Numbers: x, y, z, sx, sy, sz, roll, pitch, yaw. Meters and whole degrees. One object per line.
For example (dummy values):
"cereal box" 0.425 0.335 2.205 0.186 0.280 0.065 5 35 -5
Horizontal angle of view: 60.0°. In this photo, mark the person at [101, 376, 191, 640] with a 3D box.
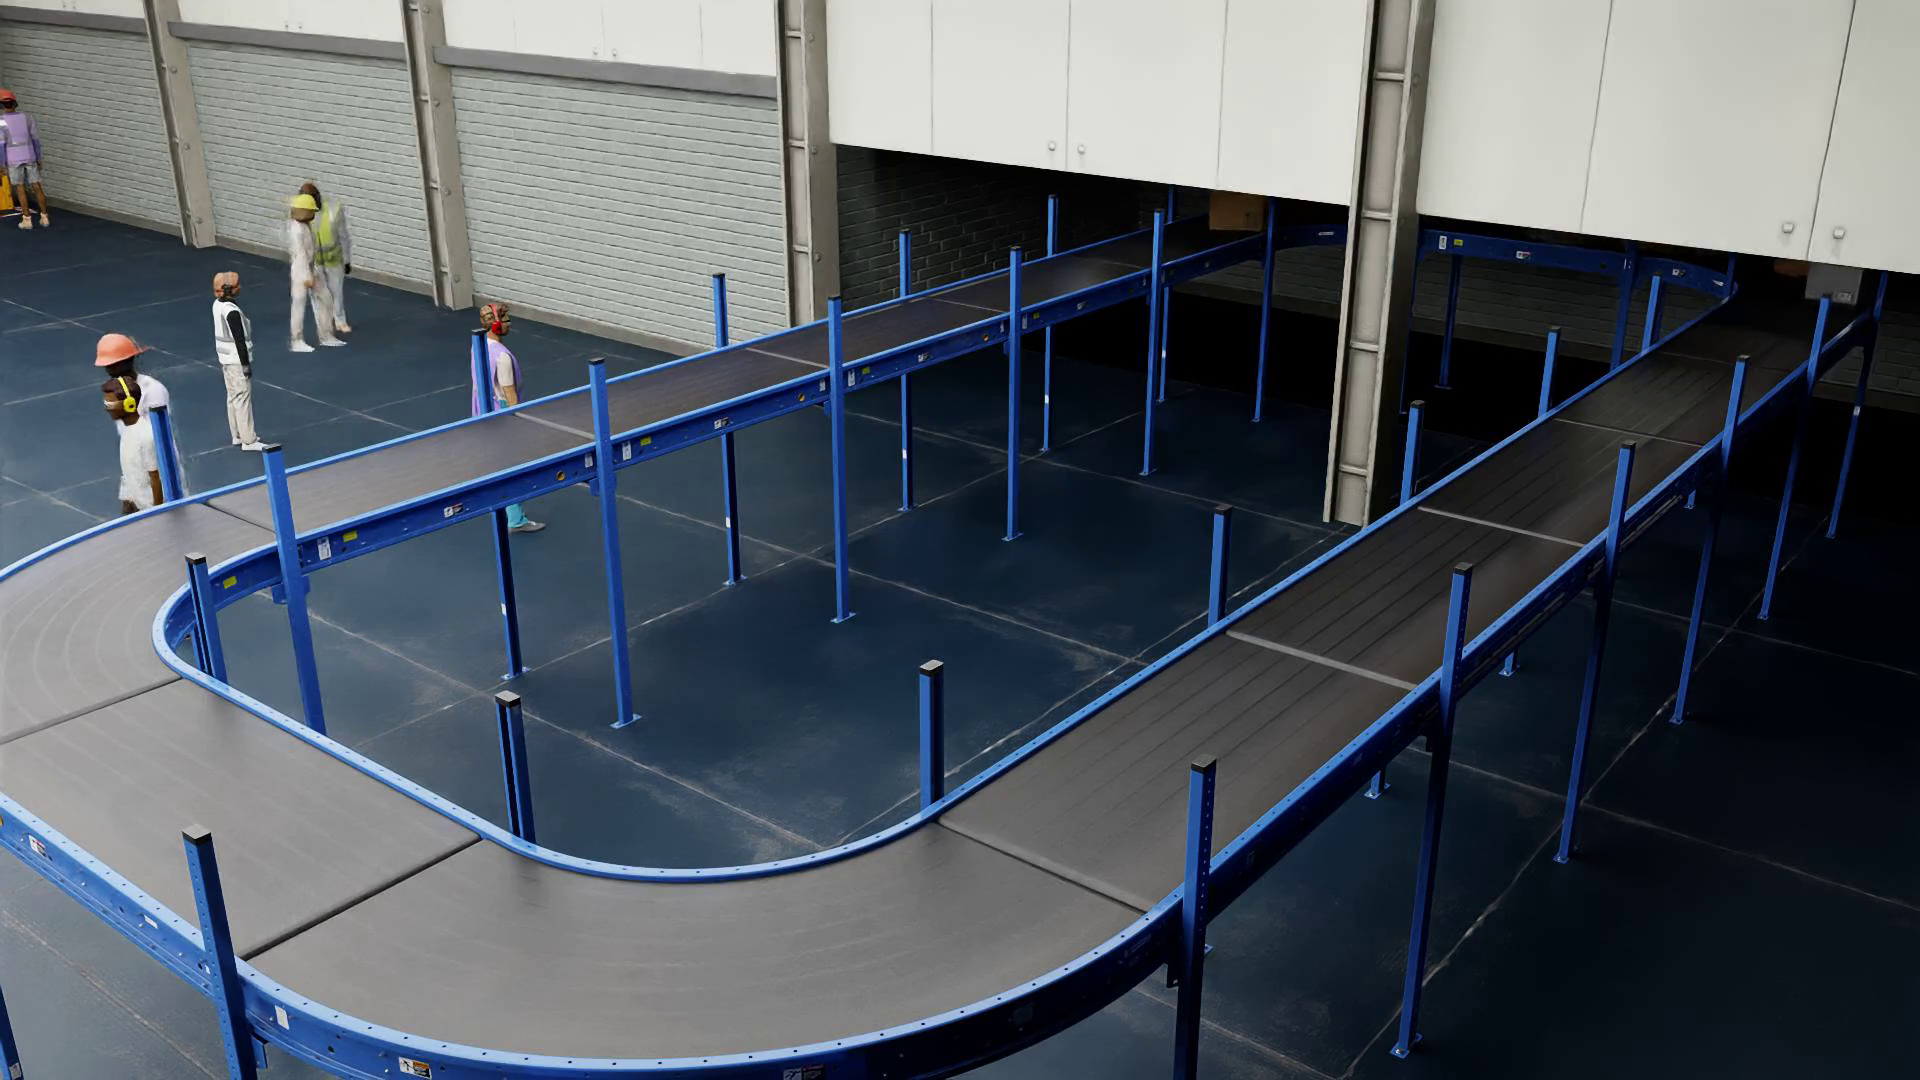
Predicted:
"person" -5.442 -0.201 11.170 0.328 1.862 0.501 -18 28 -38

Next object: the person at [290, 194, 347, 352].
"person" -7.124 -2.922 18.265 0.681 1.711 0.521 -1 21 -1

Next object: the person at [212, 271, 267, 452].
"person" -6.542 -1.615 15.052 0.310 1.638 0.522 -17 27 -36

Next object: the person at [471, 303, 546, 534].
"person" -3.610 -0.951 13.085 0.389 1.847 0.567 -17 27 -37

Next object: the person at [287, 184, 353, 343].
"person" -7.223 -3.167 18.819 0.634 1.788 0.686 -9 23 -21

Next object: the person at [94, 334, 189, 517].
"person" -5.917 -0.546 11.989 0.565 1.899 0.884 6 22 16

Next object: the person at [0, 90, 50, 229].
"person" -14.040 -5.677 24.838 0.393 2.036 0.605 17 27 36
